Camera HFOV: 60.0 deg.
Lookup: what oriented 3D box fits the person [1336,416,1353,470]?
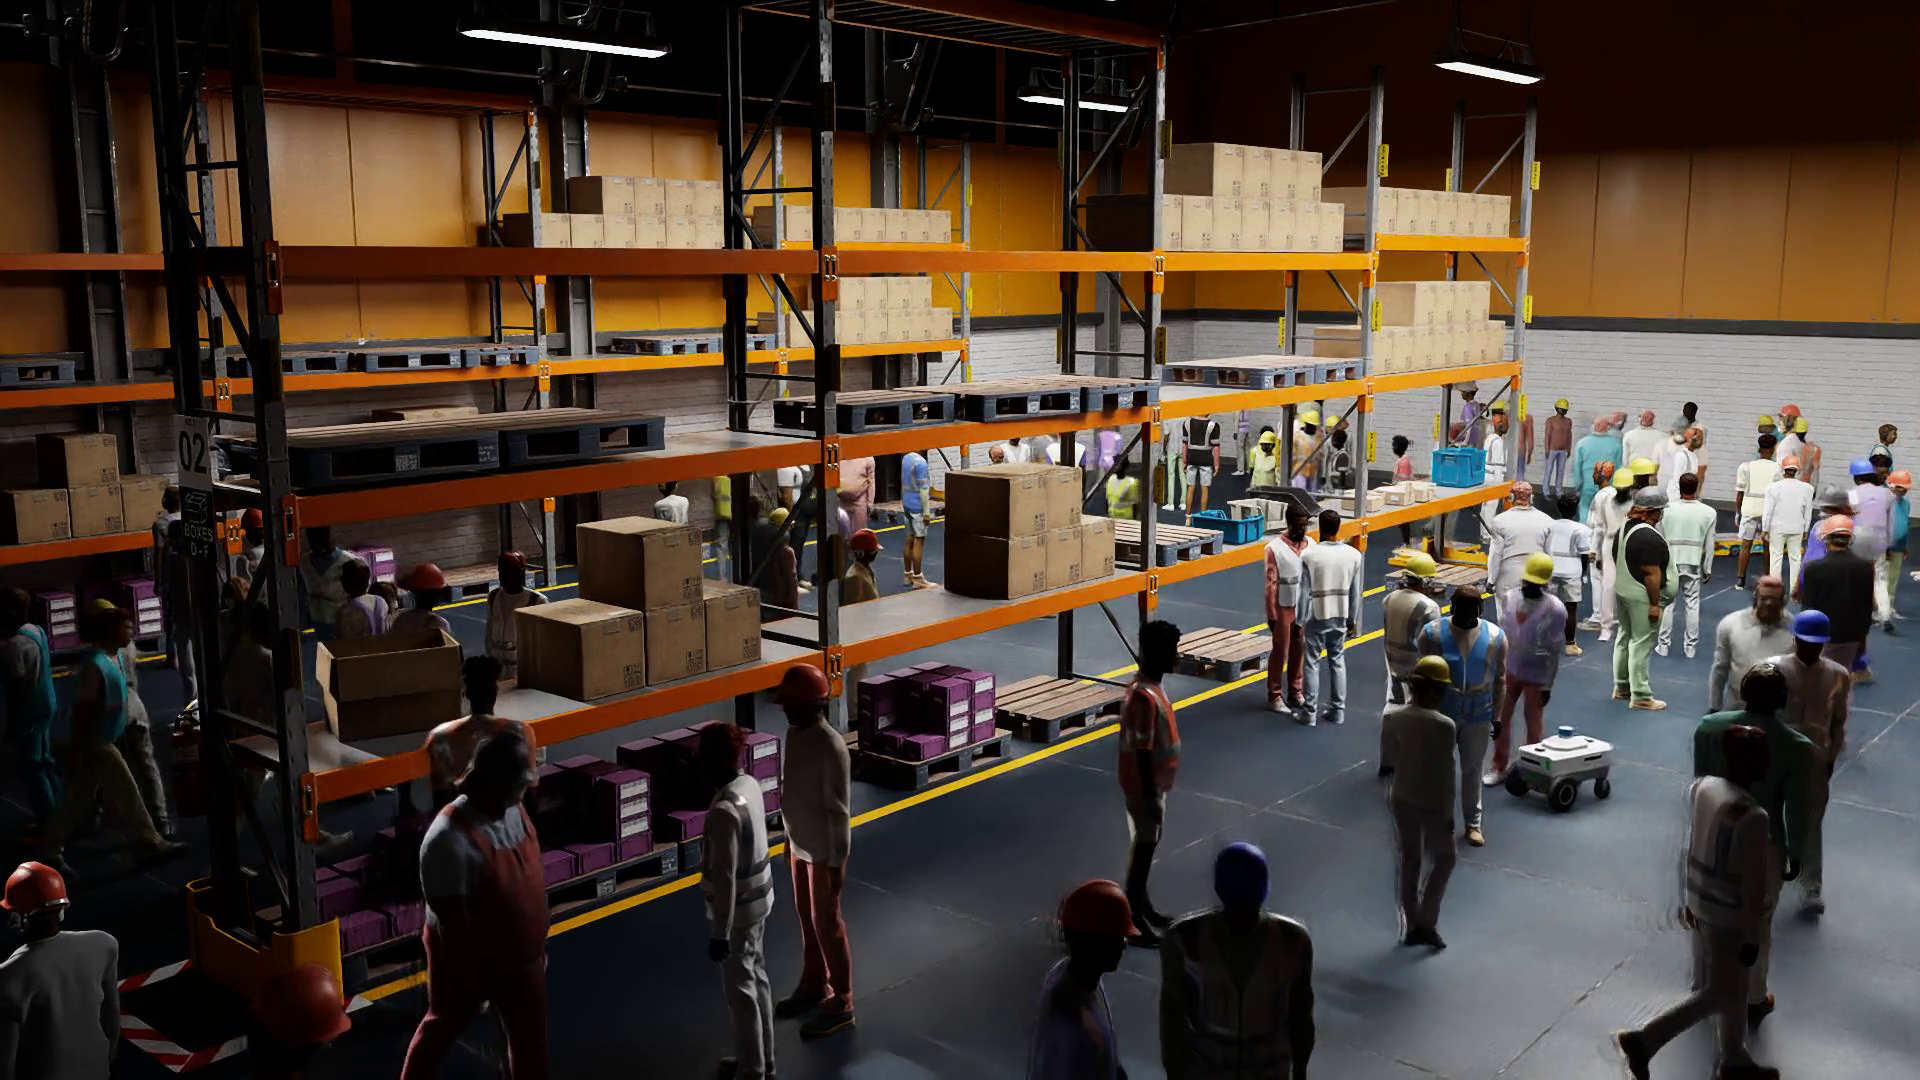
[{"bbox_3d":[6.089,-1.179,26.587,0.513,1.619,0.333,-8,12,-39],"label":"person"}]

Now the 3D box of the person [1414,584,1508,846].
[{"bbox_3d":[3.488,1.216,11.616,0.627,1.847,0.429,2,10,10],"label":"person"}]

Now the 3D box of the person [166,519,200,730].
[{"bbox_3d":[-6.685,0.733,14.431,0.533,1.864,0.310,4,10,21],"label":"person"}]

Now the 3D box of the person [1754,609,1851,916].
[{"bbox_3d":[5.314,1.364,10.602,0.622,1.898,1.026,2,10,13],"label":"person"}]

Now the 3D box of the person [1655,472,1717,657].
[{"bbox_3d":[7.448,0.261,17.136,0.585,1.911,0.391,2,10,12],"label":"person"}]

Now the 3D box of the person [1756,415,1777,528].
[{"bbox_3d":[12.300,-1.048,25.456,0.485,1.737,0.321,-9,13,-44],"label":"person"}]

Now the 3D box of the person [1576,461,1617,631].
[{"bbox_3d":[7.077,0.063,18.379,0.346,1.882,0.584,7,12,35],"label":"person"}]

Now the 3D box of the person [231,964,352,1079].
[{"bbox_3d":[-2.019,2.240,4.988,0.606,2.010,0.438,2,10,11],"label":"person"}]

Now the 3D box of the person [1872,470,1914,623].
[{"bbox_3d":[10.523,0.068,18.777,0.567,1.741,0.353,-5,11,-27],"label":"person"}]

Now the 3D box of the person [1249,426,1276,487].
[{"bbox_3d":[4.551,-0.882,24.677,0.533,1.664,0.804,-1,10,-4],"label":"person"}]

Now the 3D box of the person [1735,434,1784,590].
[{"bbox_3d":[9.902,-0.337,20.559,0.603,1.957,0.387,6,11,34],"label":"person"}]

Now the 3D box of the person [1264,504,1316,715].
[{"bbox_3d":[2.976,0.614,15.025,0.597,1.909,0.405,-7,12,-34],"label":"person"}]

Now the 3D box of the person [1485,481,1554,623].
[{"bbox_3d":[5.525,0.366,16.499,0.652,1.906,0.402,-1,10,-5],"label":"person"}]

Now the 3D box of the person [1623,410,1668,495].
[{"bbox_3d":[10.057,-0.965,24.477,0.640,1.900,0.398,4,10,22],"label":"person"}]

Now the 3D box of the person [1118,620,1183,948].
[{"bbox_3d":[1.136,1.436,9.956,0.360,1.959,0.601,2,10,13],"label":"person"}]

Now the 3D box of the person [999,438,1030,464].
[{"bbox_3d":[0.736,-0.690,22.720,0.551,1.932,0.378,-5,11,-26],"label":"person"}]

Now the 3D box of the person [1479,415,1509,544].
[{"bbox_3d":[7.709,-0.873,24.006,0.349,1.879,0.568,1,10,5],"label":"person"}]

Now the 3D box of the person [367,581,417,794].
[{"bbox_3d":[-4.425,1.118,12.822,0.273,1.632,0.508,3,10,18],"label":"person"}]

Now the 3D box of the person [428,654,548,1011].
[{"bbox_3d":[-2.582,1.565,9.214,0.620,1.939,0.741,0,10,1],"label":"person"}]

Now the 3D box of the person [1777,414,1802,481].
[{"bbox_3d":[11.652,-0.803,23.419,0.365,1.931,0.631,8,13,41],"label":"person"}]

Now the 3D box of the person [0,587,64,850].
[{"bbox_3d":[-6.490,1.227,11.591,0.342,1.835,0.509,-2,10,-13],"label":"person"}]

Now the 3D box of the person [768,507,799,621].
[{"bbox_3d":[-1.675,0.574,15.669,0.303,1.772,0.530,-7,12,-38],"label":"person"}]

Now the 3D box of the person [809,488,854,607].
[{"bbox_3d":[-1.372,0.313,16.837,0.816,1.891,0.622,-4,10,-23],"label":"person"}]

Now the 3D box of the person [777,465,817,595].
[{"bbox_3d":[-1.965,-0.361,20.441,0.536,2.000,0.688,2,10,10],"label":"person"}]

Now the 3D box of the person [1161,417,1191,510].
[{"bbox_3d":[3.537,-1.415,27.245,0.507,1.872,0.329,-3,10,-17],"label":"person"}]

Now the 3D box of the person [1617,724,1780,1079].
[{"bbox_3d":[3.657,1.802,8.097,0.806,1.859,0.576,0,10,-2],"label":"person"}]

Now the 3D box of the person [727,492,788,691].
[{"bbox_3d":[-1.899,0.509,15.684,0.691,1.901,0.418,5,11,29],"label":"person"}]

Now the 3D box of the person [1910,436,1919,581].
[{"bbox_3d":[12.362,-0.479,21.193,0.414,2.033,0.606,3,10,15],"label":"person"}]

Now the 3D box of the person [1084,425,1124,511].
[{"bbox_3d":[2.328,-1.188,26.678,0.653,1.610,0.525,-9,13,-44],"label":"person"}]

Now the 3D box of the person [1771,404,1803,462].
[{"bbox_3d":[12.098,-1.000,24.396,0.396,1.992,0.626,1,10,3],"label":"person"}]

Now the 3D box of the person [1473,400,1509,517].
[{"bbox_3d":[8.526,-1.261,26.255,0.610,1.896,0.666,-8,12,-39],"label":"person"}]

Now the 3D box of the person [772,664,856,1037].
[{"bbox_3d":[-0.788,1.618,8.804,0.410,1.984,0.617,-5,11,-29],"label":"person"}]

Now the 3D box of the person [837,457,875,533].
[{"bbox_3d":[-1.421,-0.484,21.576,0.642,1.909,0.399,1,10,4],"label":"person"}]

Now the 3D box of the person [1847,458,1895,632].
[{"bbox_3d":[9.966,0.069,18.266,0.624,1.916,0.689,0,10,1],"label":"person"}]

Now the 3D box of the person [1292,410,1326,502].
[{"bbox_3d":[5.130,-1.012,24.788,0.615,1.898,0.711,-3,10,-19],"label":"person"}]

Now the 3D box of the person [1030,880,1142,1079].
[{"bbox_3d":[0.464,2.140,5.922,0.460,1.907,0.551,1,10,5],"label":"person"}]

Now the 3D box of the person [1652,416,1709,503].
[{"bbox_3d":[9.726,-0.716,22.559,0.720,2.000,0.535,8,12,39],"label":"person"}]

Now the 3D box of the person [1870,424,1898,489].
[{"bbox_3d":[12.709,-0.686,22.969,0.328,1.842,0.514,4,10,23],"label":"person"}]

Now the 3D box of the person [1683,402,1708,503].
[{"bbox_3d":[11.318,-1.187,25.782,0.396,1.910,0.586,-3,10,-18],"label":"person"}]

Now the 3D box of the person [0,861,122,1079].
[{"bbox_3d":[-3.563,2.110,6.541,0.324,1.752,0.562,5,11,25],"label":"person"}]

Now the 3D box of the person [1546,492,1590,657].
[{"bbox_3d":[6.242,0.352,17.206,0.539,1.695,0.319,9,13,43],"label":"person"}]

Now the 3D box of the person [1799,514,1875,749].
[{"bbox_3d":[7.275,0.774,13.849,0.640,1.987,0.458,-1,10,-3],"label":"person"}]

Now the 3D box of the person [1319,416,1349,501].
[{"bbox_3d":[5.656,-1.013,25.244,0.484,1.738,0.321,-4,10,-23],"label":"person"}]

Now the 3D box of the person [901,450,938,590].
[{"bbox_3d":[-0.509,-0.398,20.686,0.400,2.033,0.605,-4,10,-23],"label":"person"}]
